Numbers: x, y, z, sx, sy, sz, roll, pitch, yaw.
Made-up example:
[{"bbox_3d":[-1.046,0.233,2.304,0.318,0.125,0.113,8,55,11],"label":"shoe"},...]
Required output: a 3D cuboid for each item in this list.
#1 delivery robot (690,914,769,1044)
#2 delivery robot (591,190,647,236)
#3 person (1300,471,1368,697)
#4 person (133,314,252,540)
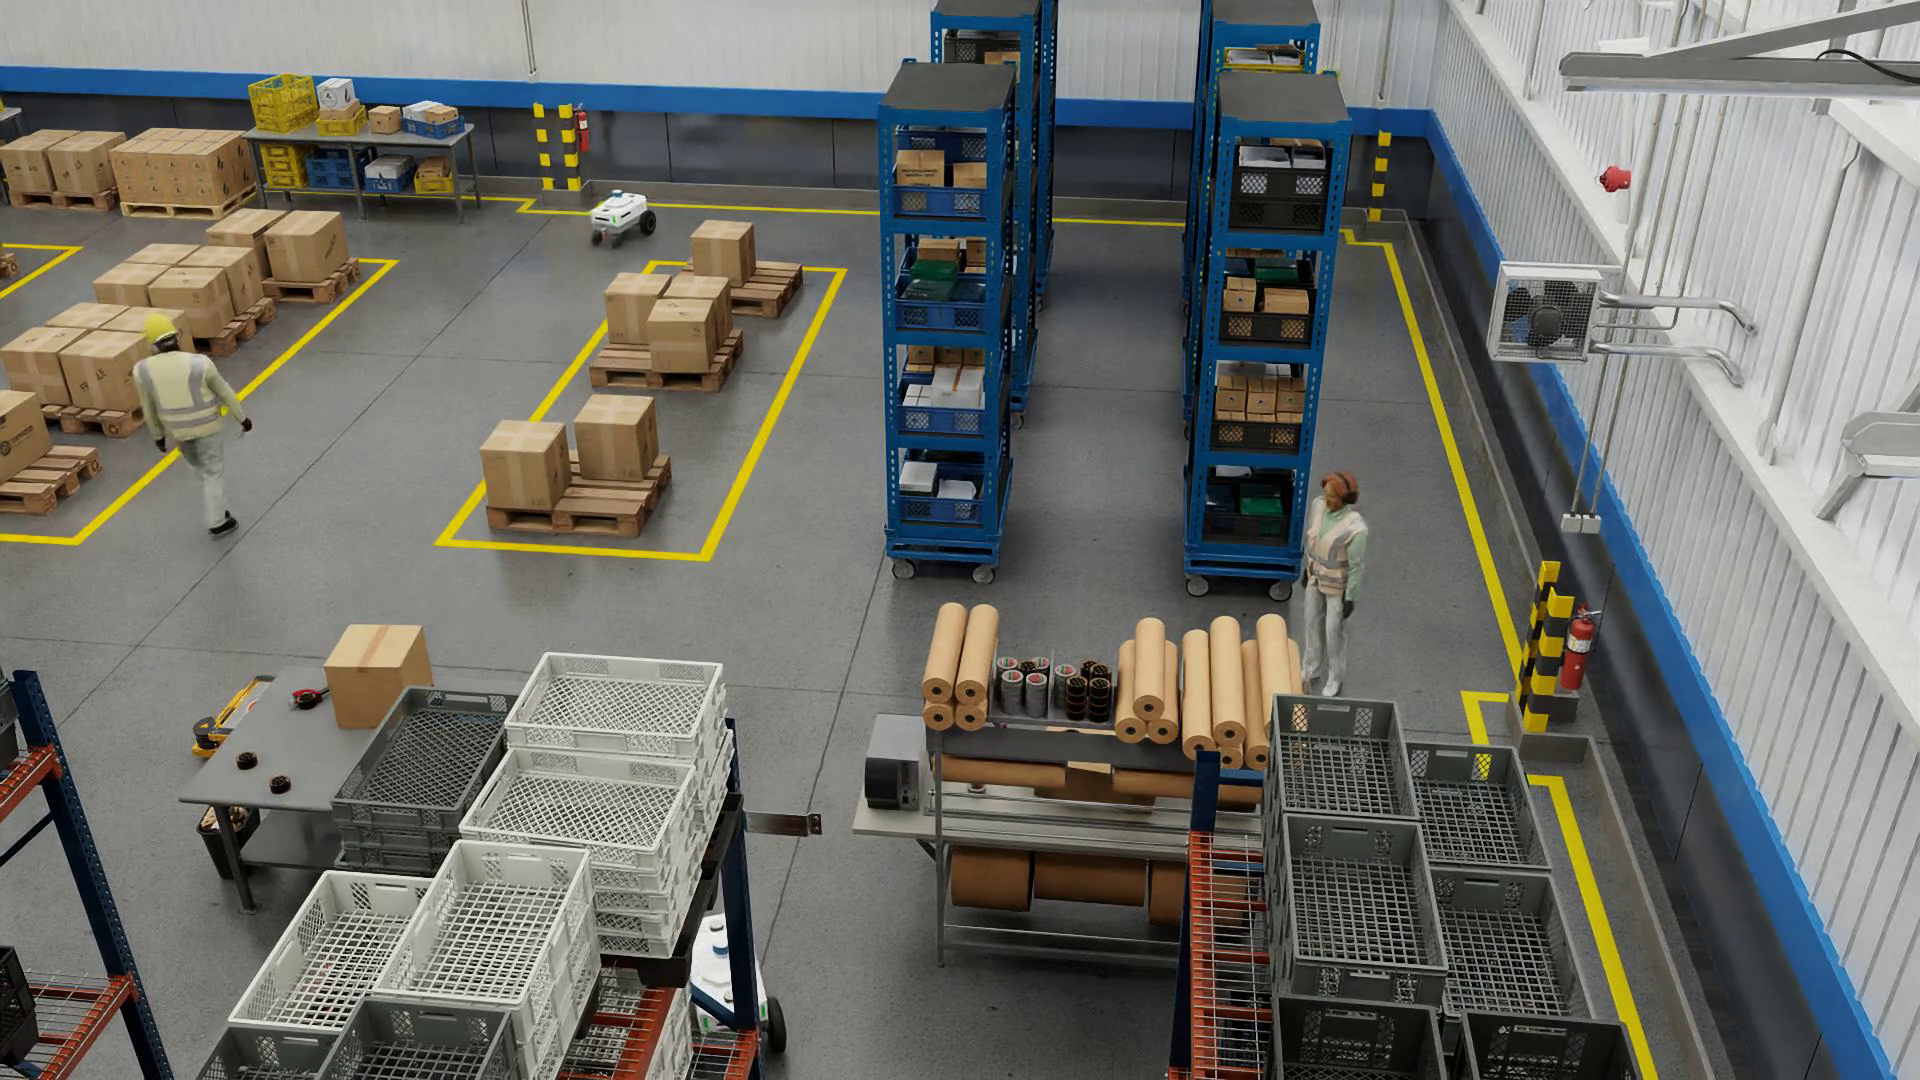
[{"bbox_3d":[-1.194,2.216,8.470,0.477,0.478,0.707,-8,31,-13],"label":"delivery robot"},{"bbox_3d":[-3.804,-3.662,18.566,0.477,0.478,0.707,12,32,19],"label":"delivery robot"},{"bbox_3d":[2.405,0.281,10.823,0.318,1.642,0.518,-15,33,-24],"label":"person"},{"bbox_3d":[-5.792,-0.881,12.645,0.695,1.802,0.547,-3,30,-5],"label":"person"}]
